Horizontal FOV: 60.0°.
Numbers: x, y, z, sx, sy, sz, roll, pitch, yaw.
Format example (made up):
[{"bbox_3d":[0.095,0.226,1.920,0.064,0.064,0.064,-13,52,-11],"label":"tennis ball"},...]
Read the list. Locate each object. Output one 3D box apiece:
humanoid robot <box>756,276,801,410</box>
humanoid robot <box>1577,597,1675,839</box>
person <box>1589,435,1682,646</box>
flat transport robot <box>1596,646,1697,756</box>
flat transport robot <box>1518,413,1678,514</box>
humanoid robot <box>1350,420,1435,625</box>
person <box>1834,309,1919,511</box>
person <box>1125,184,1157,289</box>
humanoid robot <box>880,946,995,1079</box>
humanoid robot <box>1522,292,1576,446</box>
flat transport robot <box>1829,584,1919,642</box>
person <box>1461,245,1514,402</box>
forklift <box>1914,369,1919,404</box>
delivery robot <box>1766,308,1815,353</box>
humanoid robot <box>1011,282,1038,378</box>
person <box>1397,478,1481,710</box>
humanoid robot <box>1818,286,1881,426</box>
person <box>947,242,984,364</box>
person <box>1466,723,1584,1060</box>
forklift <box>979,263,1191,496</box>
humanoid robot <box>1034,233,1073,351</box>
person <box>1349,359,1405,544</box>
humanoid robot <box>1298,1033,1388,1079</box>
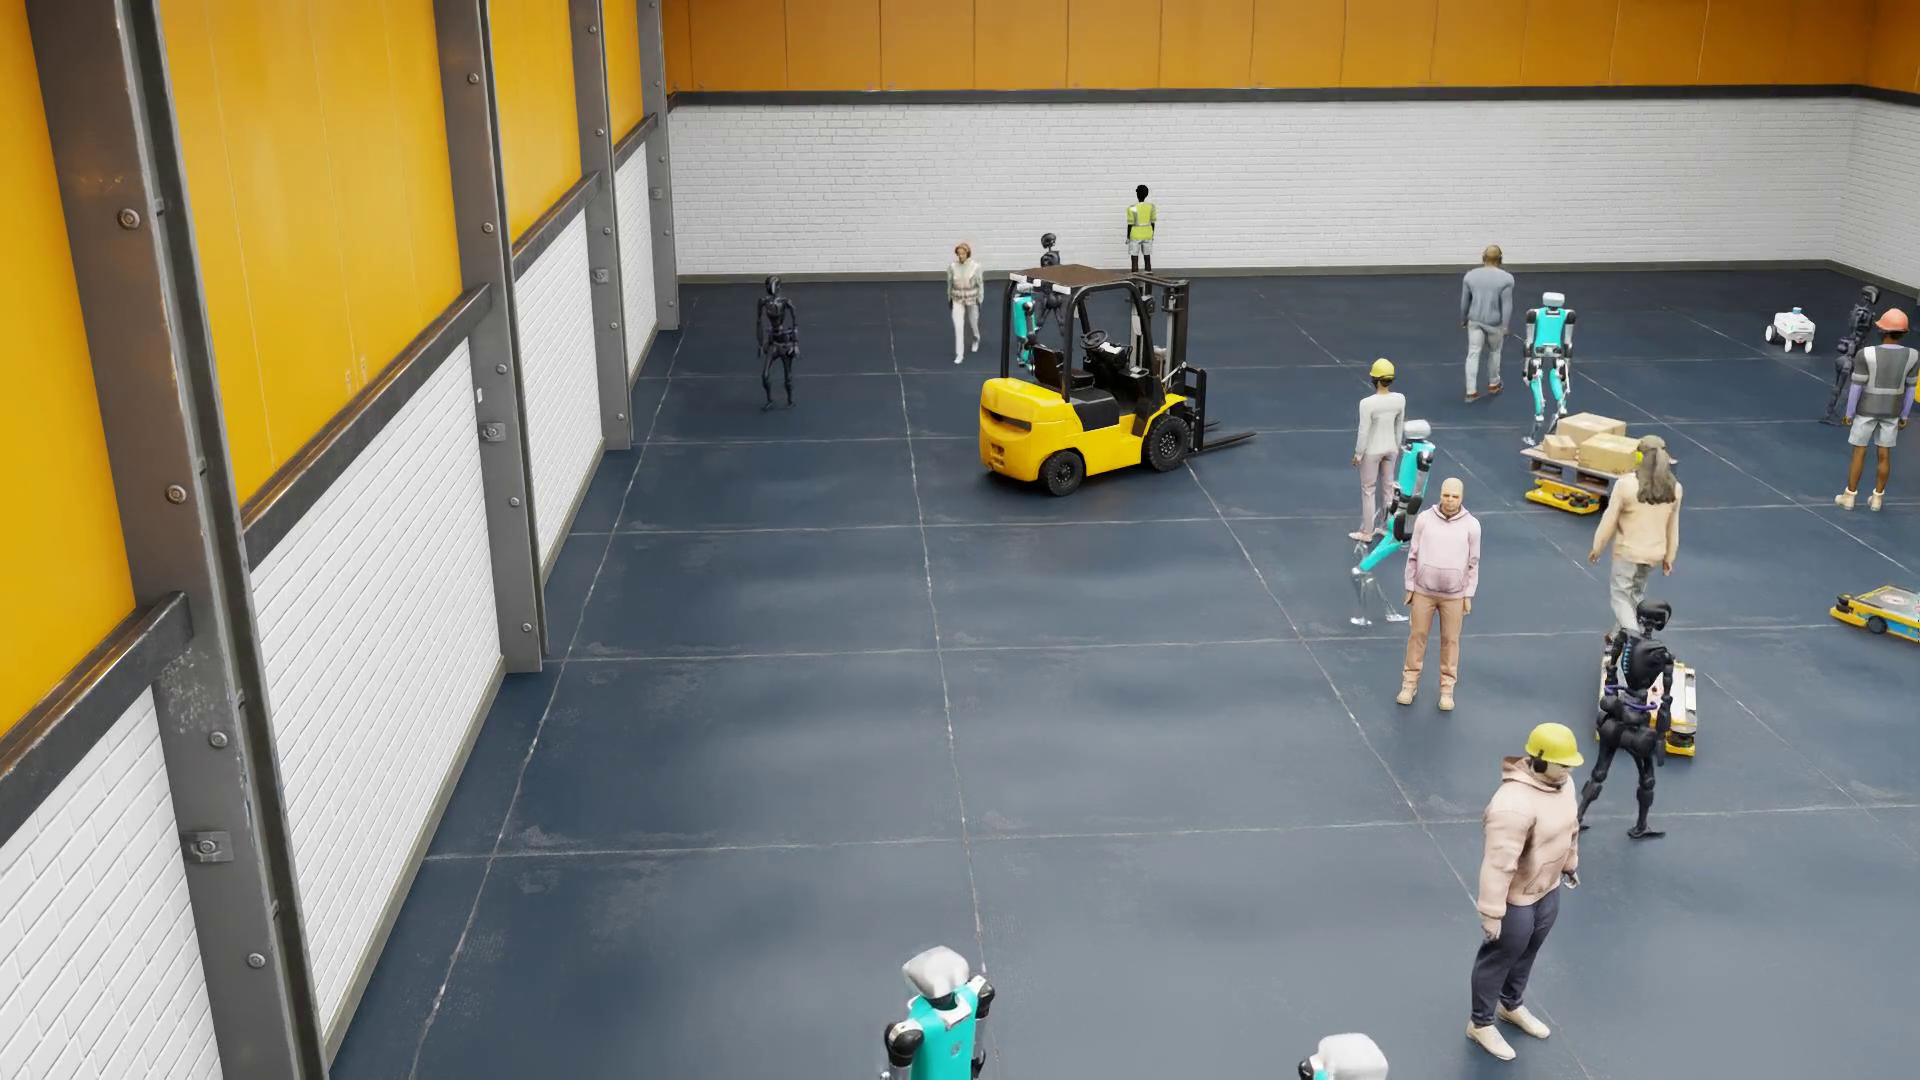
[{"bbox_3d":[-2.185,-2.362,20.039,0.608,1.639,0.537,9,22,23],"label":"humanoid robot"},{"bbox_3d":[4.246,1.133,10.544,0.617,1.651,0.587,-7,21,-19],"label":"humanoid robot"},{"bbox_3d":[5.335,0.113,13.042,0.600,1.846,0.801,-1,20,-3],"label":"person"},{"bbox_3d":[5.116,1.187,12.394,0.659,0.231,1.431,8,22,20],"label":"flat transport robot"},{"bbox_3d":[6.541,-0.558,17.147,1.431,0.231,0.659,-15,25,-35],"label":"flat transport robot"},{"bbox_3d":[3.483,-0.114,13.829,0.757,1.800,0.547,1,20,2],"label":"humanoid robot"},{"bbox_3d":[9.134,-1.288,16.561,0.607,2.048,0.365,4,20,10],"label":"person"},{"bbox_3d":[2.914,-4.878,26.851,0.533,1.692,0.318,-7,21,-19],"label":"person"},{"bbox_3d":[-0.249,2.398,6.969,0.537,1.729,1.044,-19,27,-41],"label":"humanoid robot"},{"bbox_3d":[6.524,-1.814,18.456,0.539,1.788,0.850,3,20,8],"label":"humanoid robot"},{"bbox_3d":[8.042,0.708,13.699,0.659,0.231,1.431,-13,24,-31],"label":"flat transport robot"},{"bbox_3d":[6.551,-2.714,20.644,0.663,1.902,0.912,13,24,32],"label":"person"},{"bbox_3d":[12.602,-2.435,19.475,2.313,2.155,1.214,-1,20,-4],"label":"forklift"},{"bbox_3d":[11.646,-2.945,23.238,0.499,0.596,0.795,3,20,7],"label":"delivery robot"},{"bbox_3d":[1.030,-2.162,19.447,0.997,1.777,0.533,-6,21,-16],"label":"humanoid robot"},{"bbox_3d":[3.571,0.384,12.382,0.523,1.784,0.401,7,21,19],"label":"person"},{"bbox_3d":[10.438,-2.168,19.484,0.372,1.638,0.600,17,26,38],"label":"humanoid robot"},{"bbox_3d":[0.090,-3.254,22.555,0.527,1.605,0.783,5,21,12],"label":"person"},{"bbox_3d":[2.887,1.763,8.524,0.793,1.859,0.436,-17,26,-38],"label":"person"},{"bbox_3d":[1.315,-1.764,17.646,2.313,2.155,1.214,-14,24,-33],"label":"forklift"},{"bbox_3d":[1.222,-3.416,22.934,0.742,1.624,0.608,7,21,18],"label":"humanoid robot"},{"bbox_3d":[3.943,-0.844,15.753,0.532,1.766,0.324,-10,22,-25],"label":"person"},{"bbox_3d":[1.724,2.627,6.388,0.859,1.771,0.551,-7,21,-19],"label":"humanoid robot"}]
